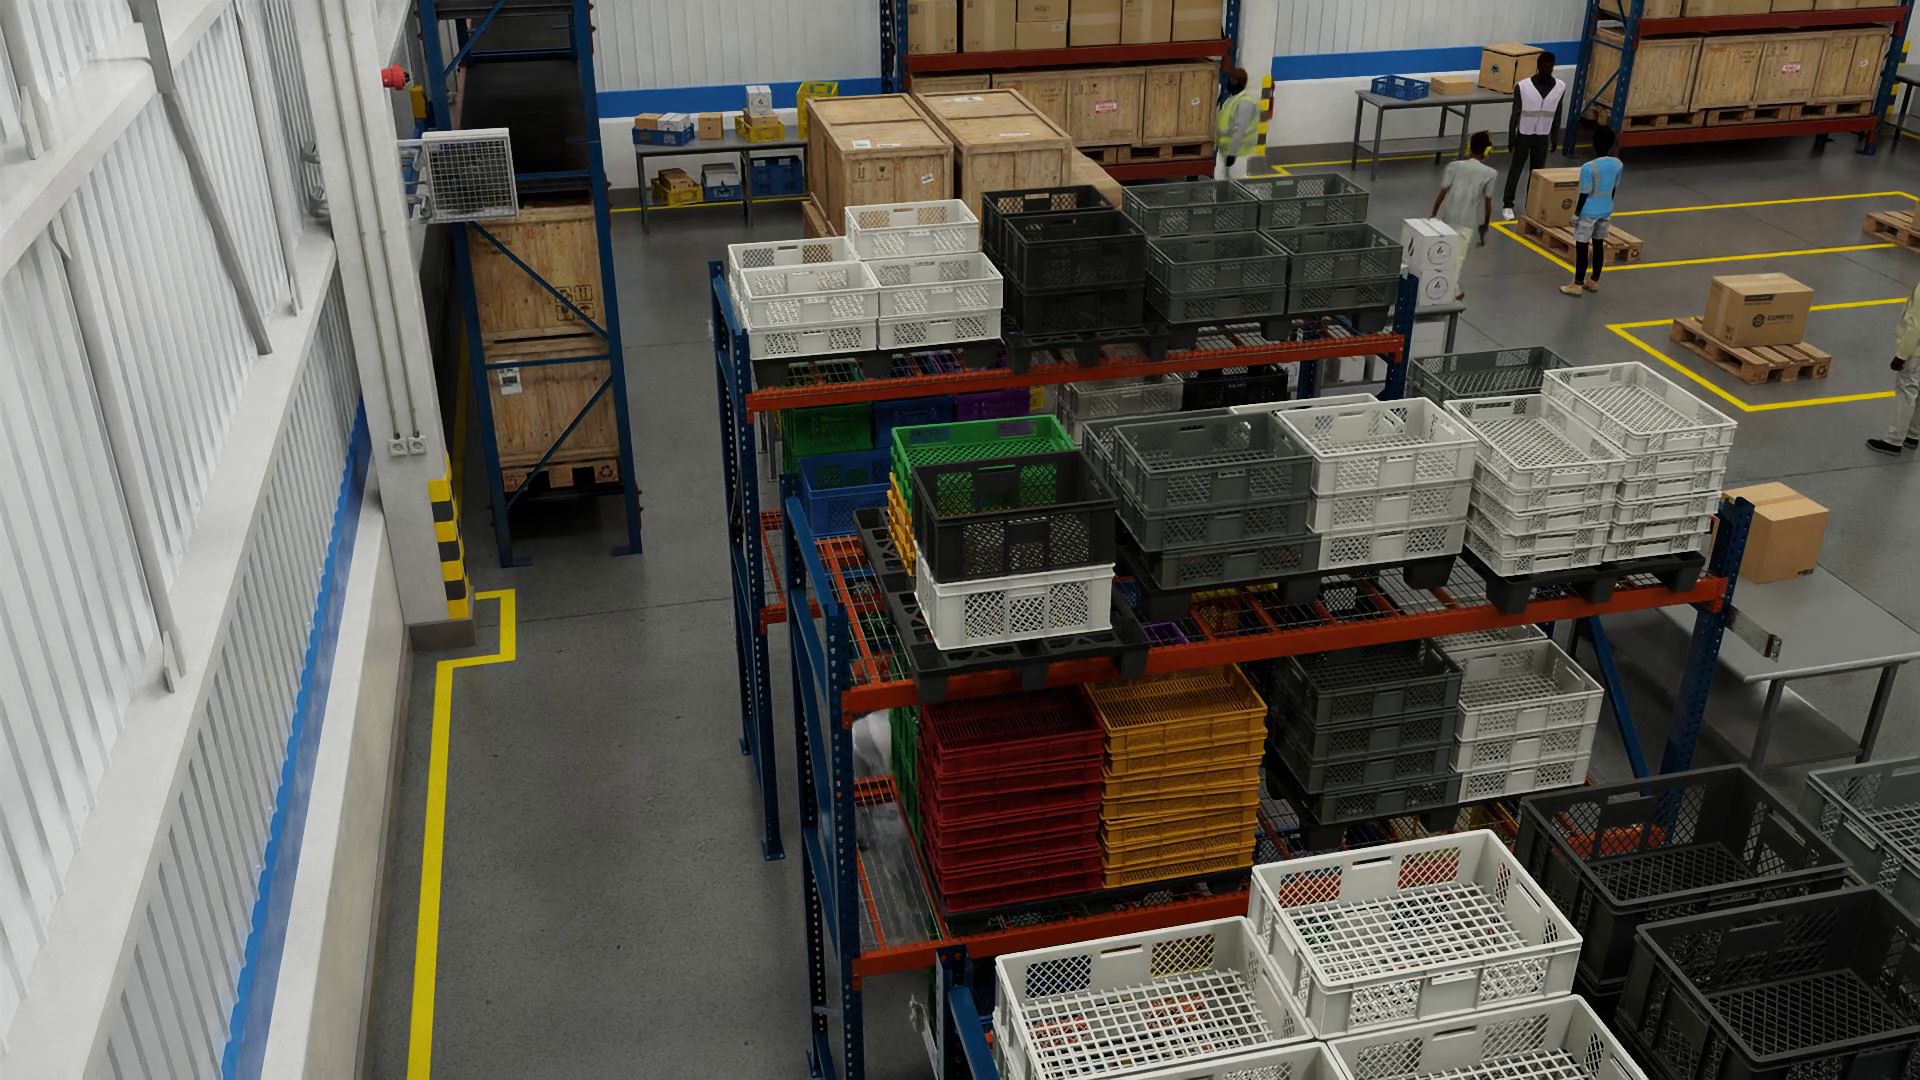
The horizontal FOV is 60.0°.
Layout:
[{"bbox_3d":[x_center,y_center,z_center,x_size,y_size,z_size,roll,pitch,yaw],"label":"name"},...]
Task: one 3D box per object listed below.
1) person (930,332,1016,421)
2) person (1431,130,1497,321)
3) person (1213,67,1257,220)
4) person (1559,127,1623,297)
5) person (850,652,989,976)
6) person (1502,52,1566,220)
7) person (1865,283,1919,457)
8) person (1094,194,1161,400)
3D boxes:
[{"bbox_3d":[0.095,-0.952,12.049,0.632,1.940,0.372,0,28,0],"label":"person"},{"bbox_3d":[4.842,-3.051,16.192,0.566,1.801,0.990,18,33,31],"label":"person"},{"bbox_3d":[3.114,-4.399,18.757,0.780,1.785,0.633,-7,29,-14],"label":"person"},{"bbox_3d":[6.371,-3.300,16.755,0.540,1.698,0.317,-15,31,-26],"label":"person"},{"bbox_3d":[-0.200,1.315,7.862,0.721,1.832,0.388,-7,29,-12],"label":"person"},{"bbox_3d":[6.567,-4.638,19.075,0.592,1.910,0.384,-2,28,-4],"label":"person"},{"bbox_3d":[7.692,-1.556,13.320,0.591,1.819,0.404,-15,31,-26],"label":"person"},{"bbox_3d":[1.448,-2.025,14.132,0.691,1.903,0.398,2,28,4],"label":"person"}]
